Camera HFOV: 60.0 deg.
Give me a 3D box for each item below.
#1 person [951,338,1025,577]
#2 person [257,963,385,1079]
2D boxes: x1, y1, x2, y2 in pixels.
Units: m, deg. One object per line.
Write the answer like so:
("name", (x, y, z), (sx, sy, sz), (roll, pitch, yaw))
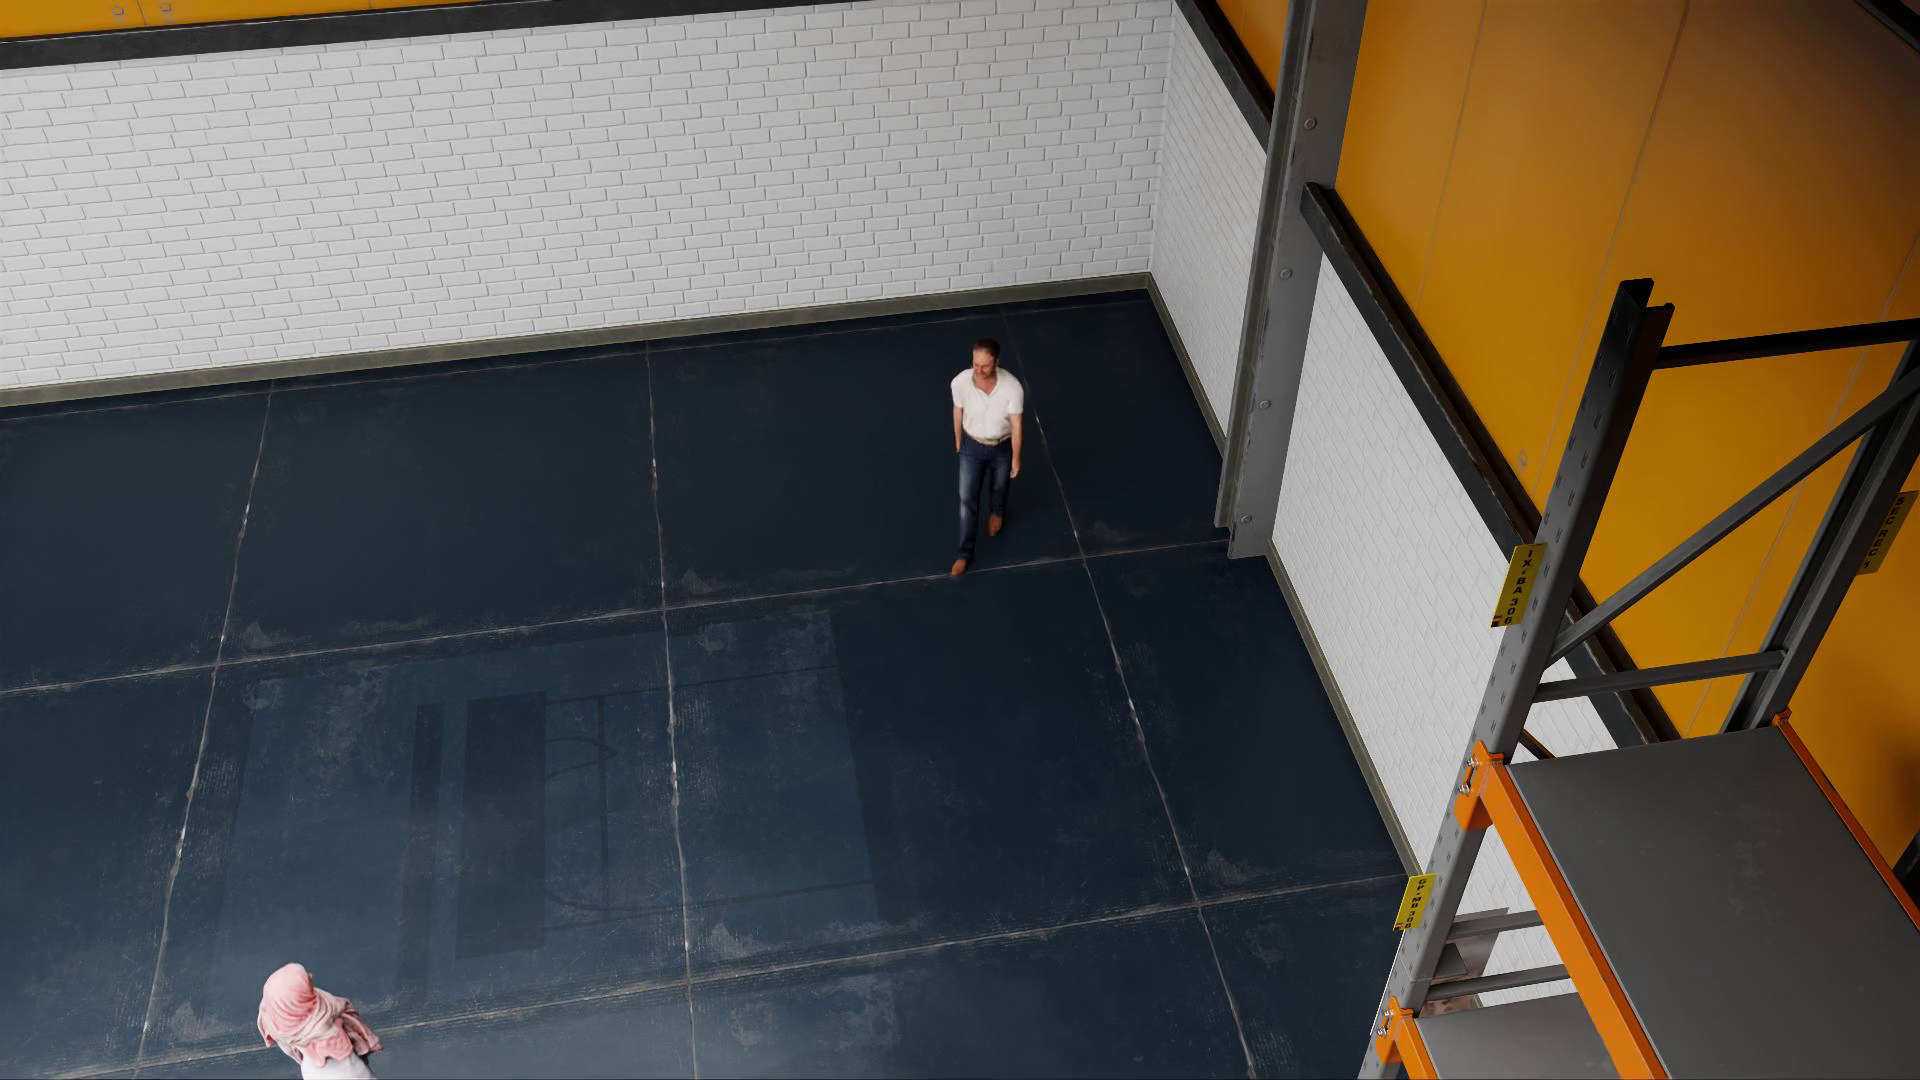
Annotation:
("person", (0.237, -0.721, 11.553), (0.993, 1.816, 1.231), (9, 44, 10))
("person", (-3.020, 2.596, 8.080), (0.738, 1.803, 0.773), (18, 46, 18))
